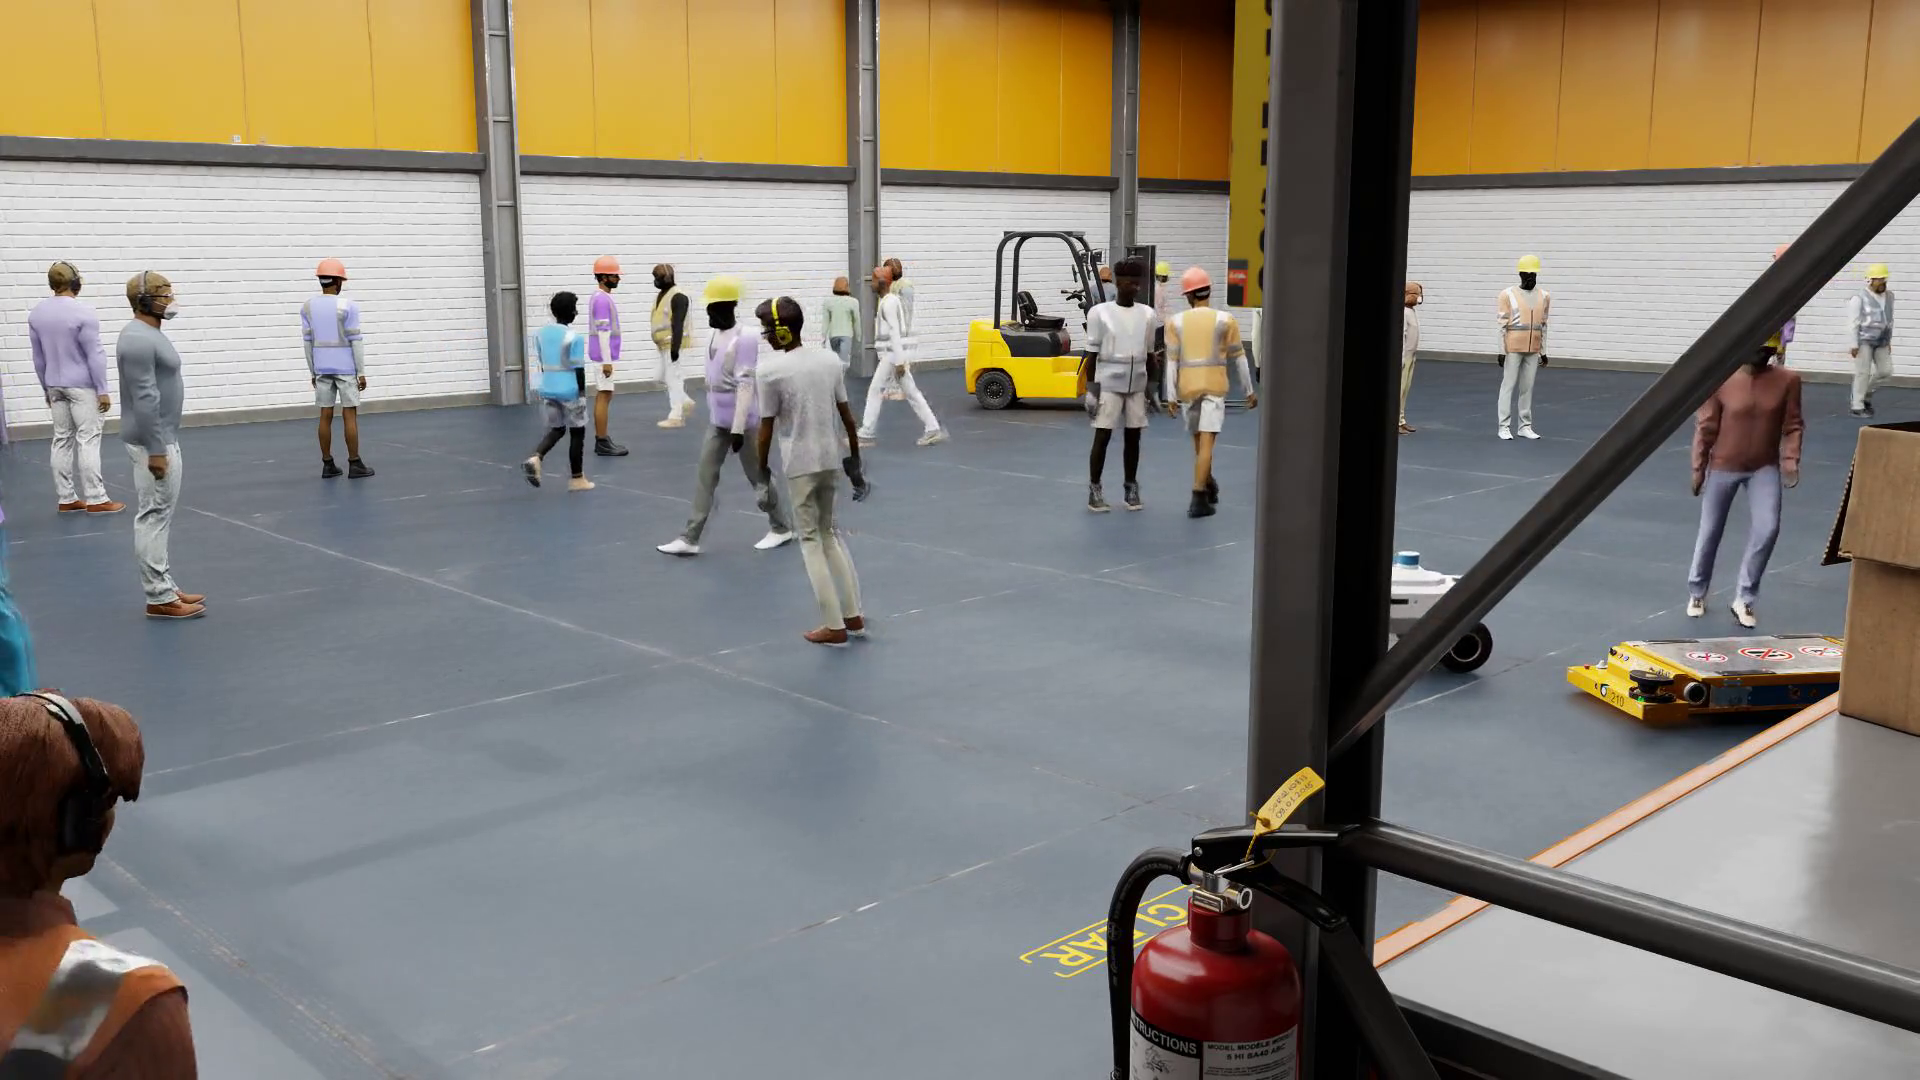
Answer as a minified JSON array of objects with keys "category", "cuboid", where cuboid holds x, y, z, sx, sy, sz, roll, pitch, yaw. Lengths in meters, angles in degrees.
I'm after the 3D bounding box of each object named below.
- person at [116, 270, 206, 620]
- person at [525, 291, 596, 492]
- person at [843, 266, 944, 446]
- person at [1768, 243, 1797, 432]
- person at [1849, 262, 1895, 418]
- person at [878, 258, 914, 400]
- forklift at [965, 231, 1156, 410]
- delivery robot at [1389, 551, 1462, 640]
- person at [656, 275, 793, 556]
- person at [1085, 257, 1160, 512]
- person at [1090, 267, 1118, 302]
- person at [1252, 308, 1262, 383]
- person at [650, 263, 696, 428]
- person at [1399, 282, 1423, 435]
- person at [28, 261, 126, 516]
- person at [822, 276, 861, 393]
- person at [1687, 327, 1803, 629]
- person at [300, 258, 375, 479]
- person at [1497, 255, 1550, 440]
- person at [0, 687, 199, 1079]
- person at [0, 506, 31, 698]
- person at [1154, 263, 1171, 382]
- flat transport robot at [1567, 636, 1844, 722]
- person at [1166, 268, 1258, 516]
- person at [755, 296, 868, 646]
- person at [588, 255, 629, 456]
[{"category":"person","cuboid":[-4.483,-0.527,9.296,0.370,1.940,0.627,-4,11,-21]},{"category":"person","cuboid":[-3.307,-1.208,13.705,0.545,1.679,0.553,6,12,31]},{"category":"person","cuboid":[-0.639,-1.848,16.826,1.023,1.831,0.585,0,10,2]},{"category":"person","cuboid":[8.849,-2.161,17.923,0.384,2.041,0.615,4,11,22]},{"category":"person","cuboid":[10.664,-2.329,19.454,0.614,1.813,0.430,-3,11,-14]},{"category":"person","cuboid":[-0.845,-2.737,21.634,0.430,1.837,0.621,-6,12,-28]},{"category":"forklift","cuboid":[1.222,-2.721,20.561,2.313,2.155,1.214,2,11,13]},{"category":"delivery robot","cuboid":[2.226,0.301,8.301,0.707,0.478,0.477,0,10,1]},{"category":"person","cuboid":[-1.535,-0.825,11.108,1.011,1.874,0.609,-8,13,-37]},{"category":"person","cuboid":[1.251,-1.204,12.913,0.613,1.963,0.363,-4,11,-21]},{"category":"person","cuboid":[2.300,-3.513,26.411,0.505,1.633,0.279,3,11,13]},{"category":"person","cuboid":[2.887,-1.560,14.778,0.608,1.995,0.377,7,13,34]},{"category":"person","cuboid":[-3.206,-2.161,18.523,0.466,1.821,0.621,-7,13,-34]},{"category":"person","cuboid":[4.819,-1.960,17.941,0.269,1.632,0.505,6,12,29]},{"category":"person","cuboid":[-6.732,-1.144,12.660,0.635,1.939,0.366,3,11,17]},{"category":"person","cuboid":[-1.581,-2.681,21.987,0.511,1.599,0.829,3,11,14]},{"category":"person","cuboid":[4.290,-0.378,9.091,0.543,1.711,0.674,2,11,9]},{"category":"person","cuboid":[-5.472,-1.500,14.614,0.544,1.935,0.361,2,11,8]},{"category":"person","cuboid":[5.898,-2.011,17.418,0.588,1.927,0.366,-3,11,-14]},{"category":"person","cuboid":[-1.129,0.990,1.921,0.520,1.619,0.512,4,11,21]},{"category":"person","cuboid":[-4.282,0.001,6.828,0.580,1.790,0.963,4,11,23]},{"category":"person","cuboid":[2.796,-3.092,23.823,0.447,1.740,0.757,3,11,16]},{"category":"flat transport robot","cuboid":[3.610,0.618,7.605,1.431,0.197,0.652,-2,10,-9]},{"category":"person","cuboid":[1.932,-1.154,12.886,0.651,1.873,0.995,5,11,23]},{"category":"person","cuboid":[-0.781,-0.344,8.608,0.599,1.821,0.429,-9,14,-40]},{"category":"person","cuboid":[-3.422,-1.786,16.165,0.379,1.938,0.547,-2,11,-13]}]
